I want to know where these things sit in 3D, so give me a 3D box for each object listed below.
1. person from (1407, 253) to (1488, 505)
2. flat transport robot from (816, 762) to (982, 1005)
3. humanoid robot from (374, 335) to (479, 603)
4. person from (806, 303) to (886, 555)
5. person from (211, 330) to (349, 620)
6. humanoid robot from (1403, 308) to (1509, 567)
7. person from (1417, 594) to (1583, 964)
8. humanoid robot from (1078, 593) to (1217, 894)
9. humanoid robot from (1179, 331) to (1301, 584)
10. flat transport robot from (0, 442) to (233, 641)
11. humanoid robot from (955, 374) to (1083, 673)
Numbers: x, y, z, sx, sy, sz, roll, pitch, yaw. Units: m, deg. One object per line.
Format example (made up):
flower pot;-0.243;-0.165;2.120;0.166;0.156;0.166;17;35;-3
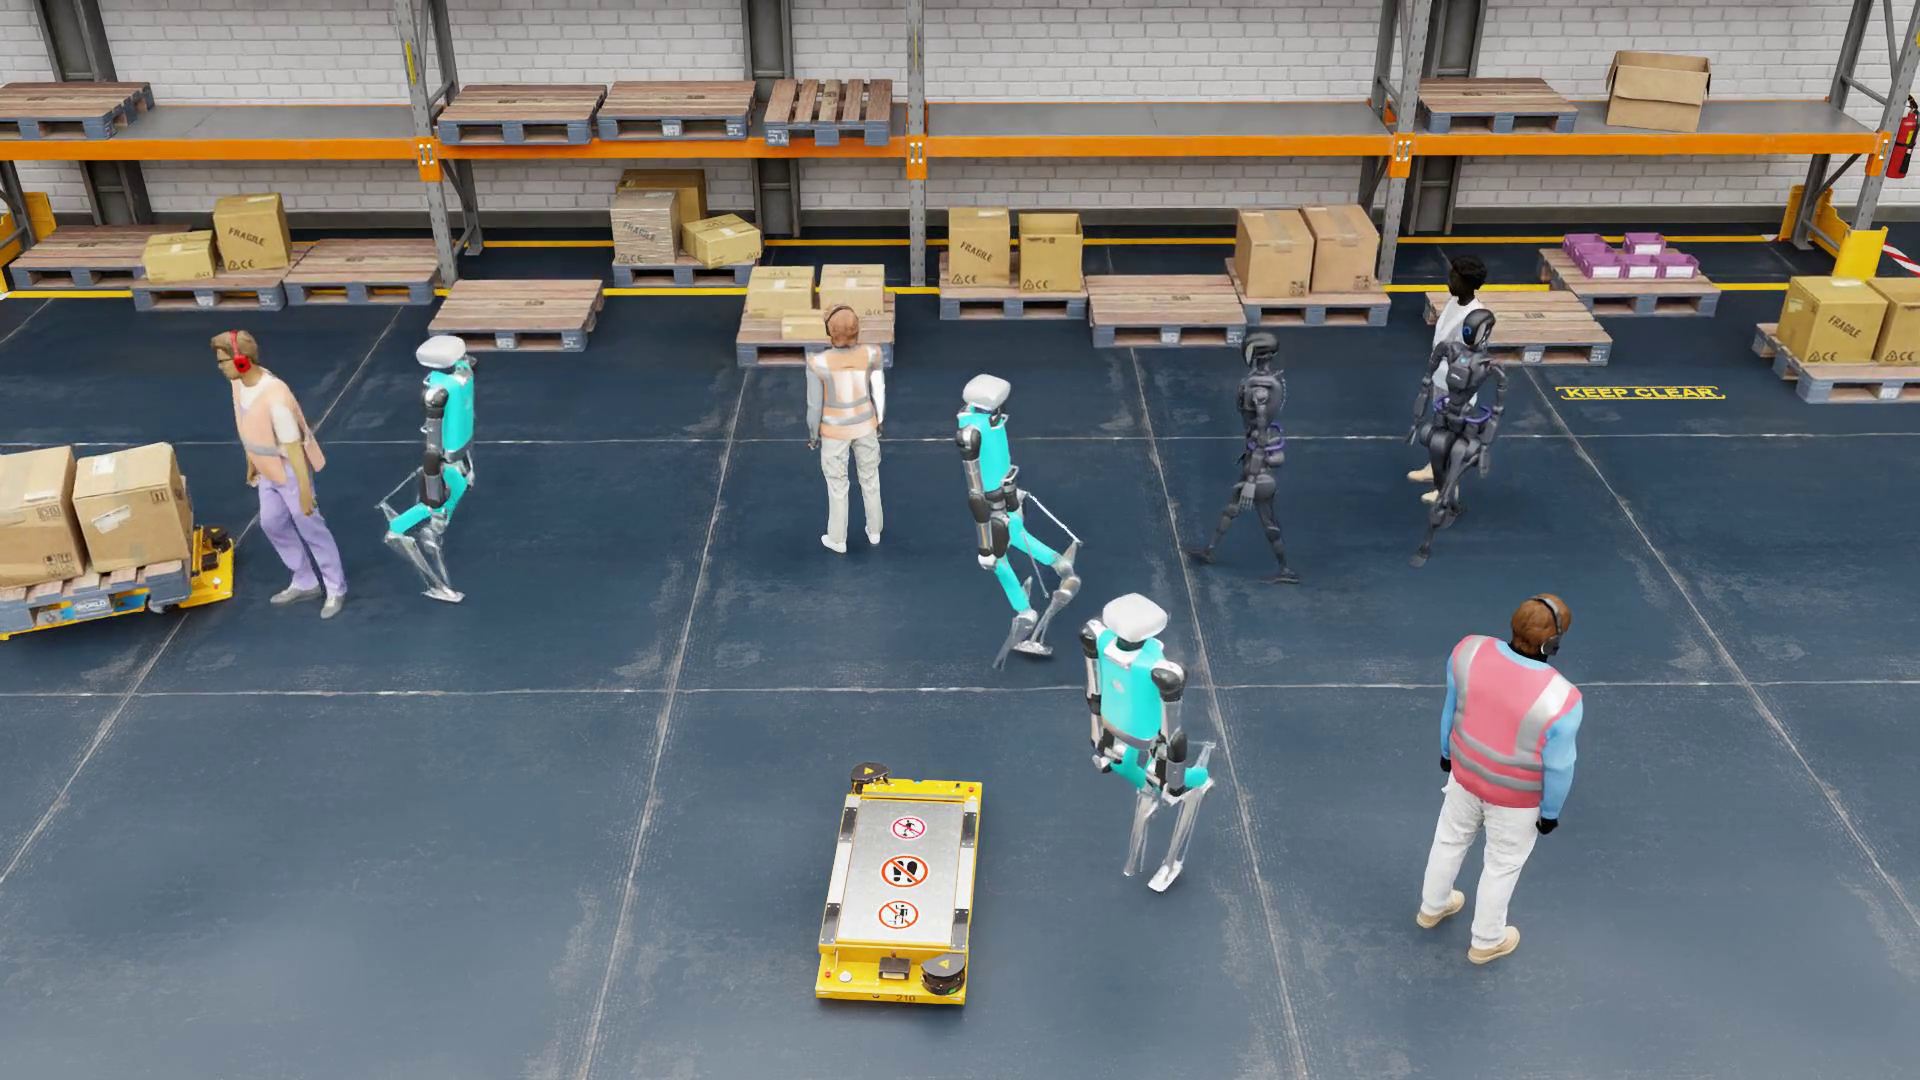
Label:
person;3.185;-1.040;10.754;0.317;1.695;0.539;-1;31;-2
flat transport robot;-0.258;1.576;7.787;0.659;0.231;1.431;2;31;3
humanoid robot;-3.089;-0.307;9.601;0.794;1.875;0.534;5;31;8
person;-0.690;-0.670;10.192;0.514;1.641;0.308;-13;33;-21
person;-3.866;-0.371;9.521;0.430;1.822;0.578;-26;39;-36
humanoid robot;3.050;-0.678;10.228;0.792;1.629;0.600;-27;40;-37
person;2.344;1.024;7.195;0.431;1.835;0.628;-23;38;-33
humanoid robot;0.906;0.950;7.471;0.780;1.822;0.535;-27;40;-37
humanoid robot;1.727;-0.473;9.866;0.755;1.625;0.593;3;31;5
flat transport robot;-5.146;0.255;9.987;1.431;0.231;0.659;-11;33;-18
humanoid robot;0.375;-0.011;9.063;0.789;1.831;0.543;10;32;16
